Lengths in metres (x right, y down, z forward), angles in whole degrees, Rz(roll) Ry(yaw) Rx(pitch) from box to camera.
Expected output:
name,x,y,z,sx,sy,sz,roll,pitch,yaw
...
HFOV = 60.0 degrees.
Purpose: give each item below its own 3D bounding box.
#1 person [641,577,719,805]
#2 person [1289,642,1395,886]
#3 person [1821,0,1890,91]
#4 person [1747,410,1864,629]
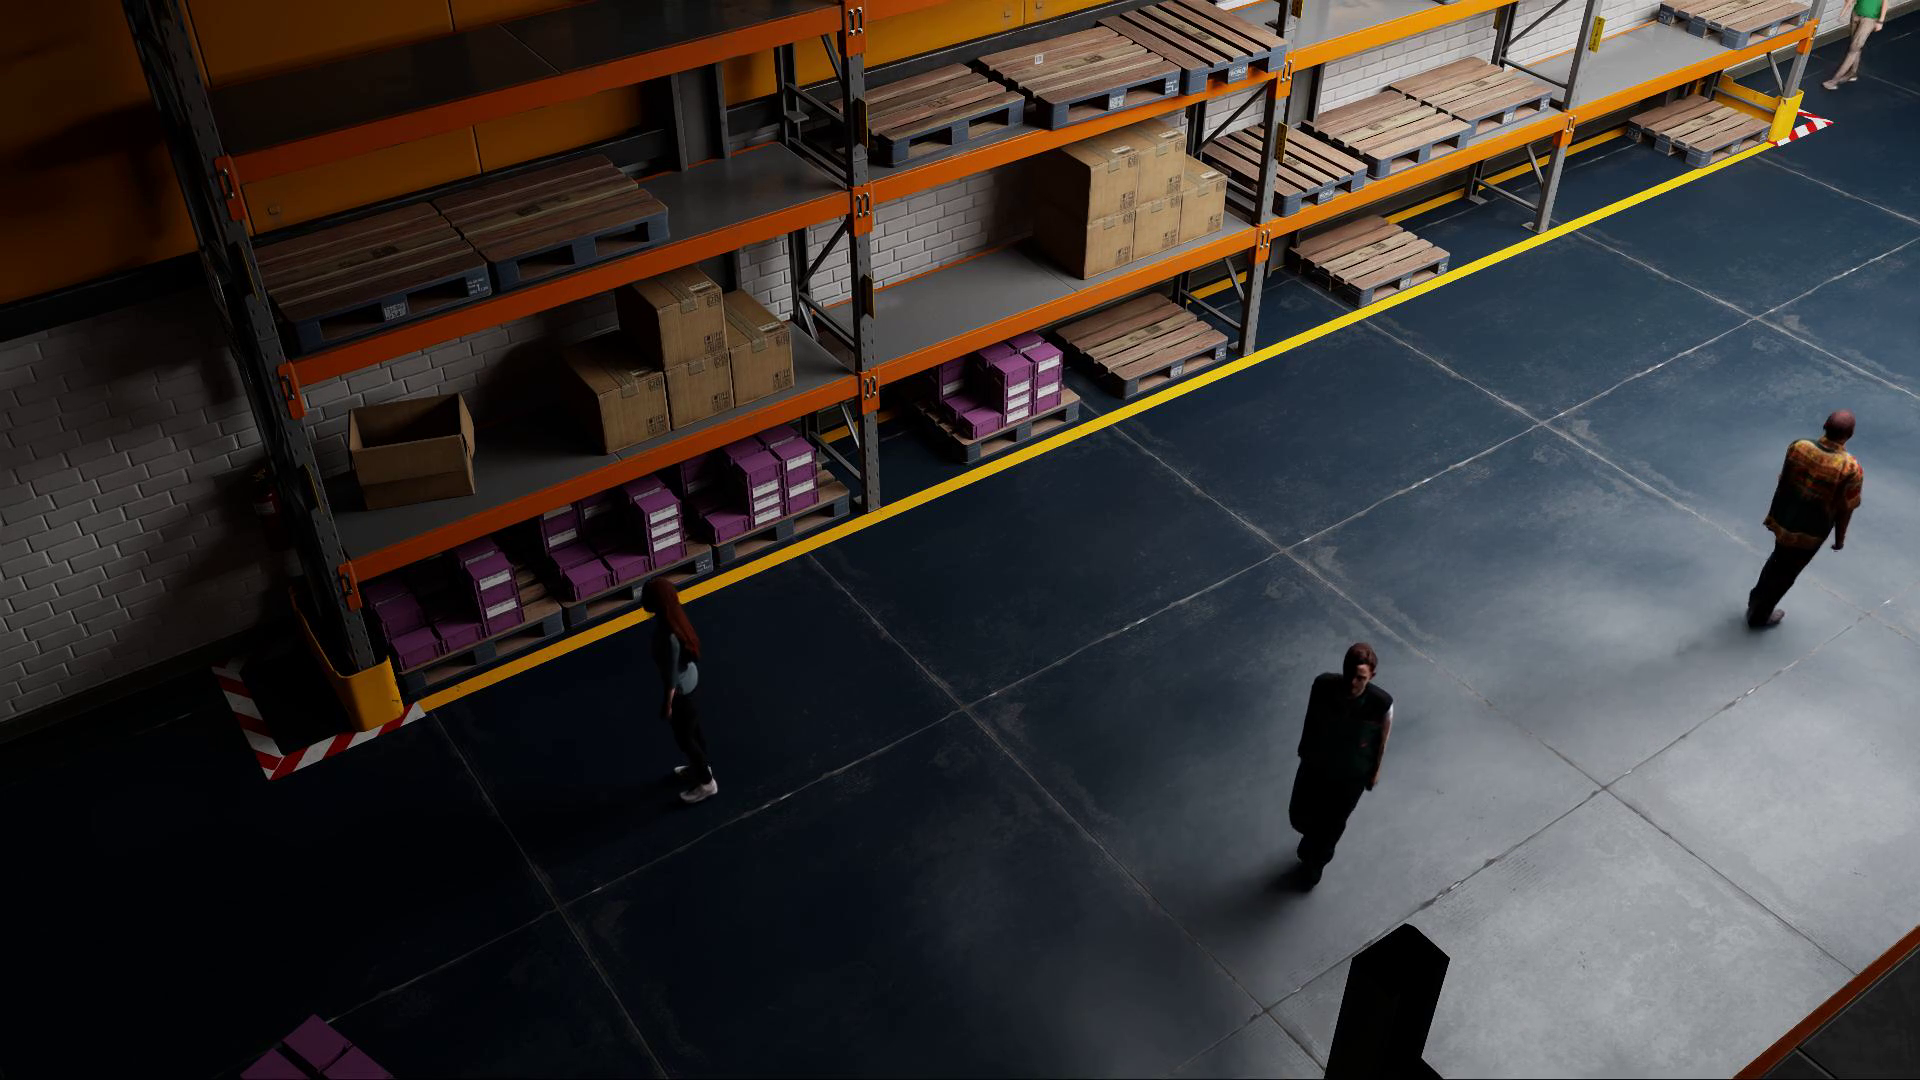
name,x,y,z,sx,sy,sz,roll,pitch,yaw
person,-1.720,0.933,10.313,0.685,1.738,0.672,-3,39,-4
person,2.240,1.269,9.814,0.798,1.835,0.839,16,41,19
person,10.453,-6.018,19.105,0.978,1.626,0.702,-17,42,-20
person,5.794,-0.086,11.545,0.688,1.792,0.699,-19,42,-22
